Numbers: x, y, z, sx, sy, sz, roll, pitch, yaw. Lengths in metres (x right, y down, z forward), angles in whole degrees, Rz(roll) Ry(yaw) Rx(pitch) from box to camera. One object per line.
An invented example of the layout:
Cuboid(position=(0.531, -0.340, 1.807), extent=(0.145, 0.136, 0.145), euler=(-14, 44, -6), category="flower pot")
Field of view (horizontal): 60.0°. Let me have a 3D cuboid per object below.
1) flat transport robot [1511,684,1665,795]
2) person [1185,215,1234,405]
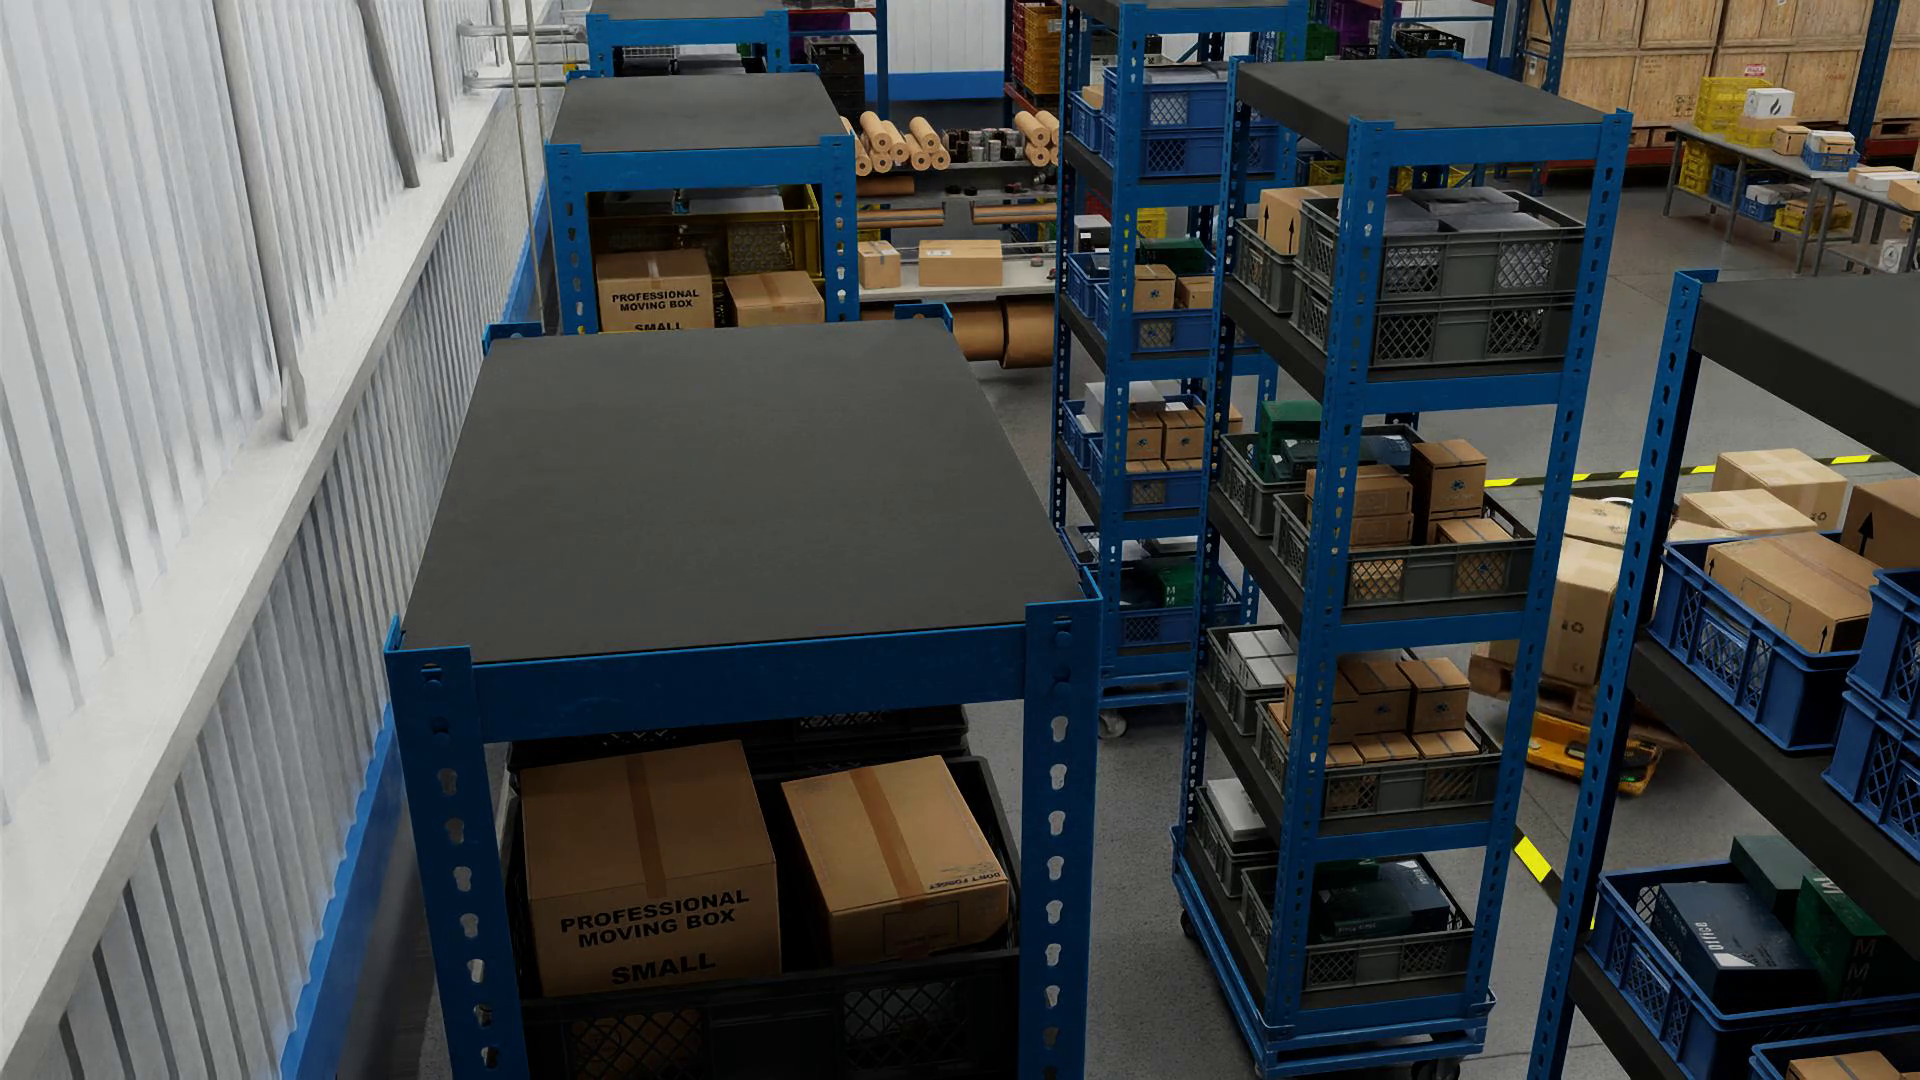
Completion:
Cuboid(position=(3.335, 0.810, 8.506), extent=(0.652, 0.197, 1.431), euler=(16, 29, 31), category="flat transport robot")
Cuboid(position=(1.670, -1.257, 11.138), extent=(0.390, 1.849, 0.594), euler=(-4, 25, -8), category="person")
